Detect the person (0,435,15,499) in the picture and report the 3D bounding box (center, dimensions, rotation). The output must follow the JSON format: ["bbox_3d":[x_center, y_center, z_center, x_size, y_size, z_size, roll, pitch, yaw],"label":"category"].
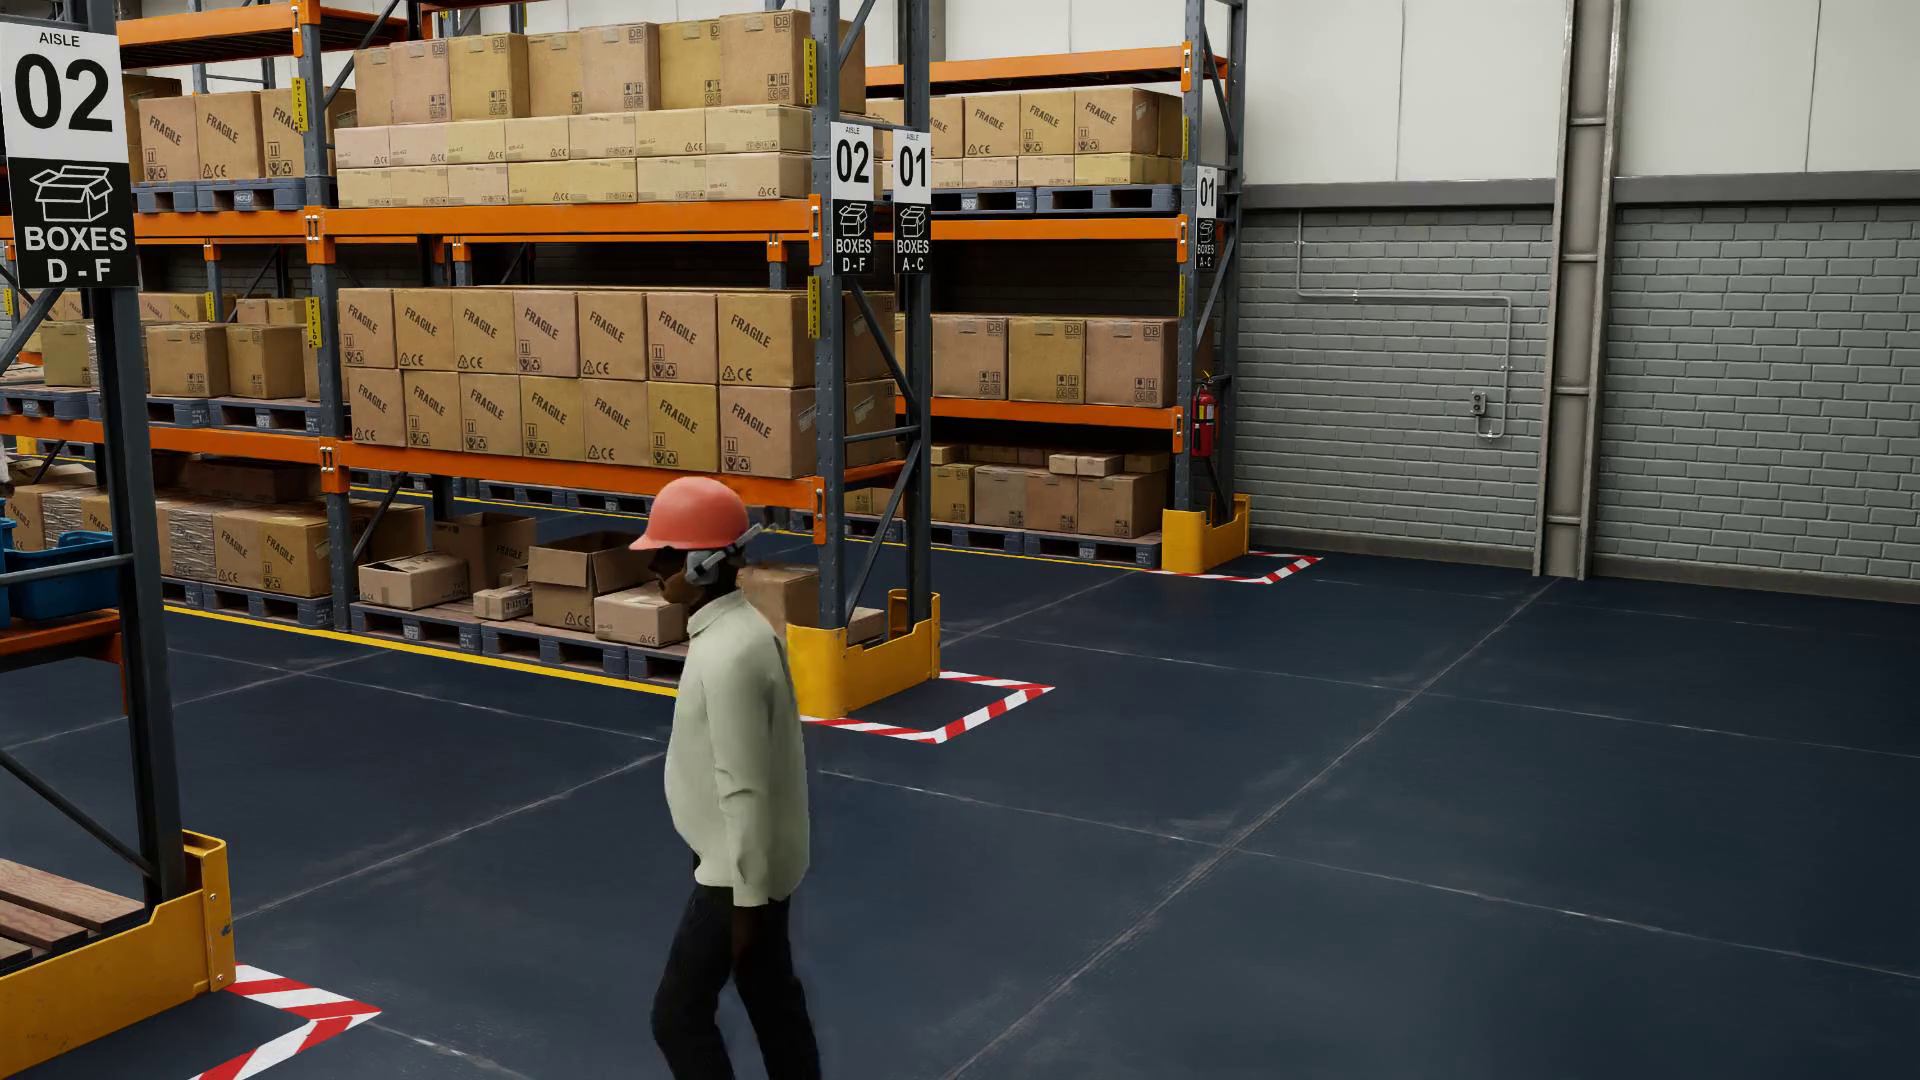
[{"bbox_3d":[-7.273,-0.448,12.089,0.864,1.863,0.575,4,11,23],"label":"person"}]

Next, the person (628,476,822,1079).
[{"bbox_3d":[-0.622,0.824,4.281,0.656,1.978,0.673,-1,10,-5],"label":"person"}]

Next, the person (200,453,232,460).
[{"bbox_3d":[-7.060,-1.052,16.018,0.744,1.726,0.568,3,10,18],"label":"person"}]
